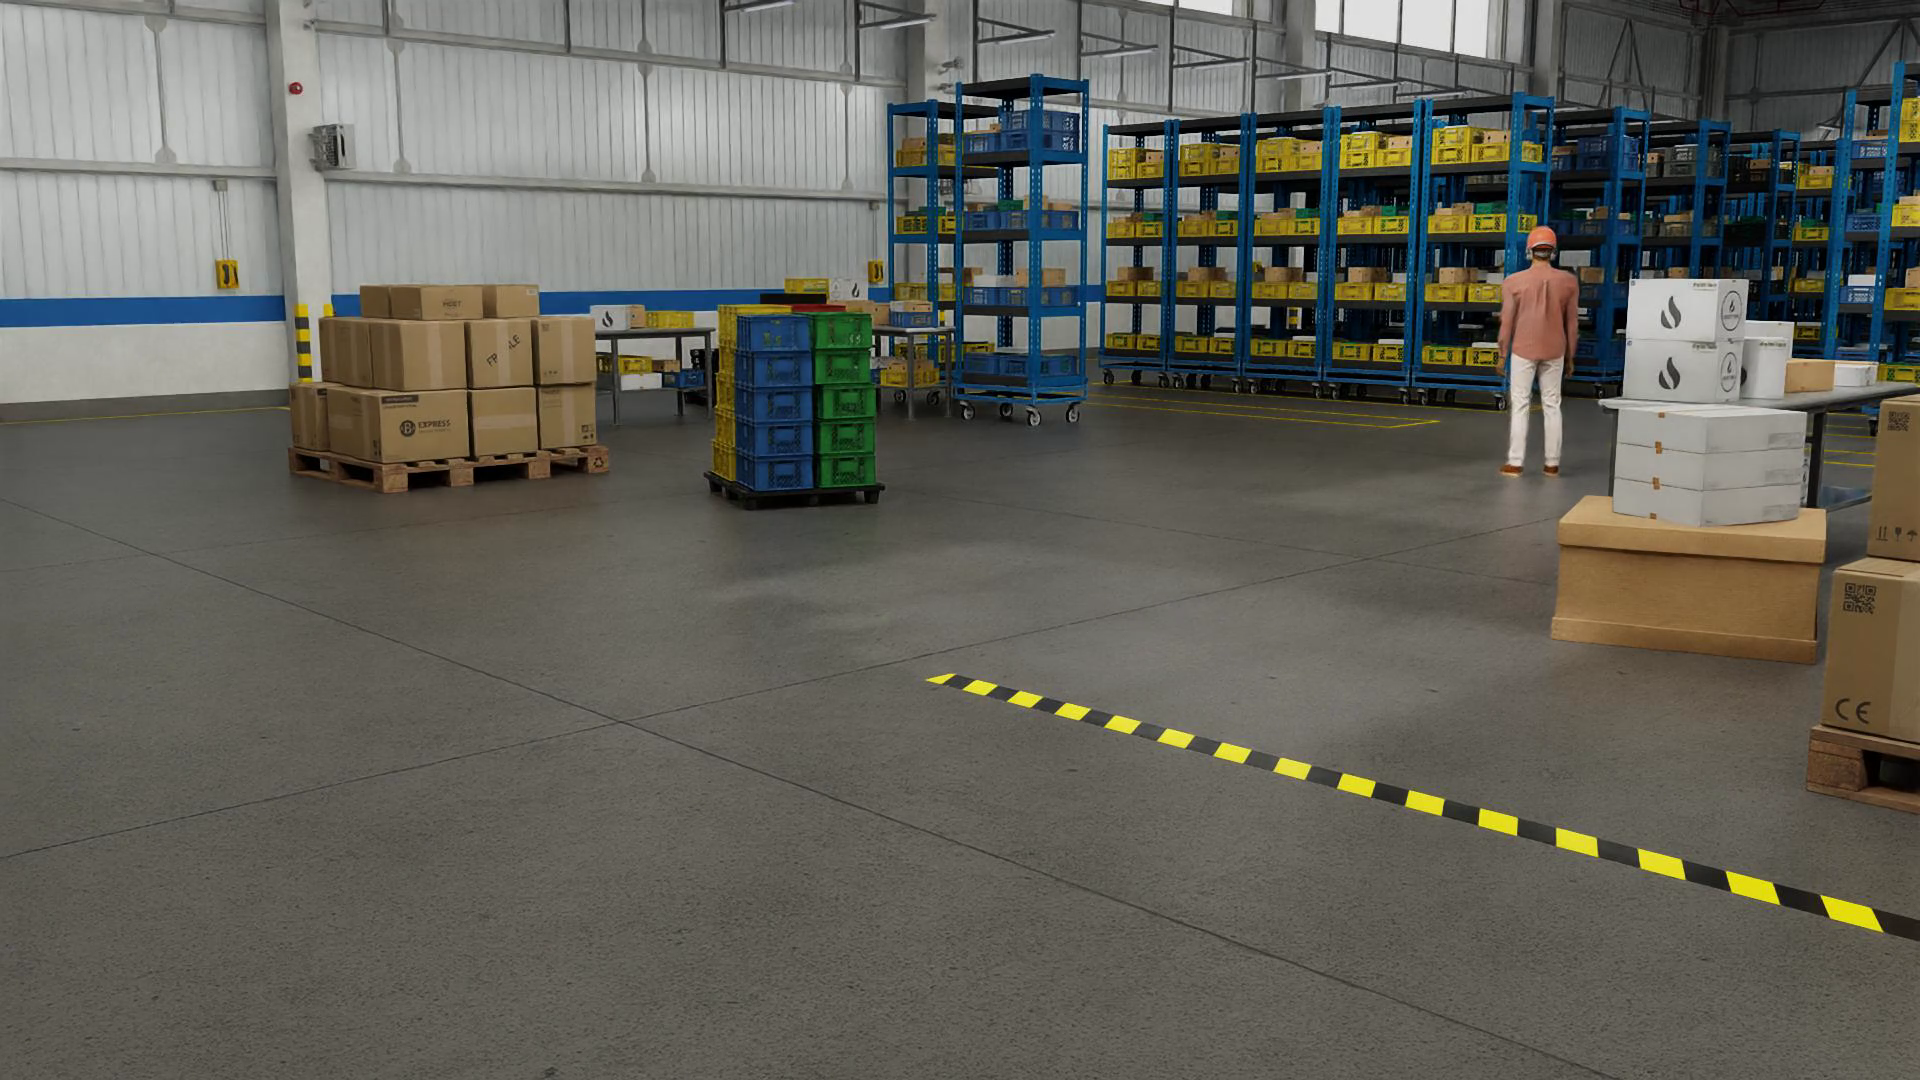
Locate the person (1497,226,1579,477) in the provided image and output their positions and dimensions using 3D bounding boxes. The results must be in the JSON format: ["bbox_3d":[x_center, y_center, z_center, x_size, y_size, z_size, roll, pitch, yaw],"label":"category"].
[{"bbox_3d":[4.589,-1.490,13.236,0.622,1.990,0.401,0,9,1],"label":"person"}]
